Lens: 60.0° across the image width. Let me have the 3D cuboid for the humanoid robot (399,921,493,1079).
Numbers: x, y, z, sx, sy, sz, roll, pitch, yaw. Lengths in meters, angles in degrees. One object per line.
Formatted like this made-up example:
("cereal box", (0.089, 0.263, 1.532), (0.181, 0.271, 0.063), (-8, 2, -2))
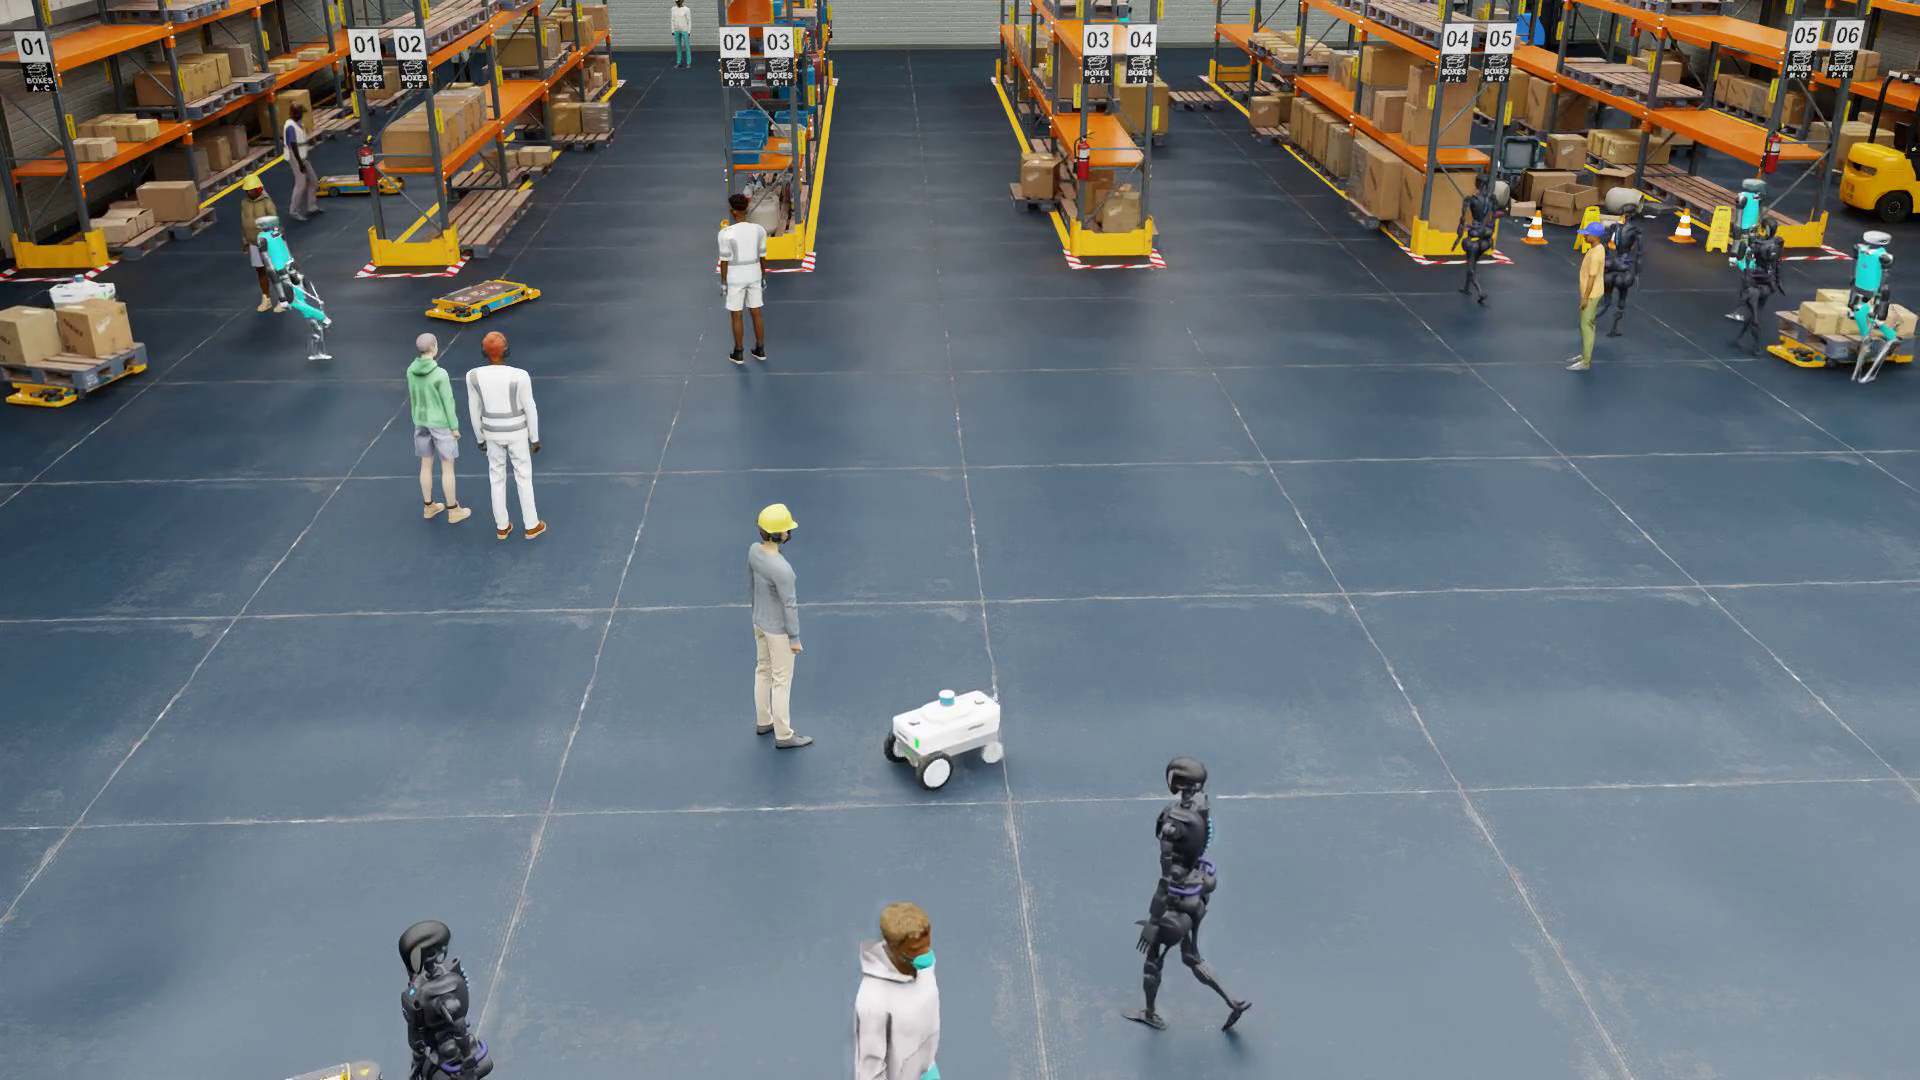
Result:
("humanoid robot", (-2.256, 2.383, 7.370), (0.315, 1.657, 0.599), (-19, 30, -36))

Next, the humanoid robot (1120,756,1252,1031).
("humanoid robot", (1.187, 1.865, 8.575), (0.622, 1.640, 0.611), (13, 27, 27))

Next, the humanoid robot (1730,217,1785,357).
("humanoid robot", (9.377, -2.989, 19.522), (0.641, 1.641, 0.680), (-12, 26, -24))

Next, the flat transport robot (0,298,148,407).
("flat transport robot", (-9.829, -1.798, 18.514), (0.659, 0.231, 1.431), (6, 25, 13))

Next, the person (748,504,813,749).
("person", (-1.236, 0.577, 11.335), (0.322, 1.767, 0.532), (-16, 29, -32))

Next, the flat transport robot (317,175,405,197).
("flat transport robot", (-10.076, -5.928, 27.792), (1.431, 0.231, 0.659), (-3, 24, -7))

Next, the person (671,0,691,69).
("person", (-6.785, -12.389, 40.469), (0.524, 1.768, 0.313), (8, 25, 17))

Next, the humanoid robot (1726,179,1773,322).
("humanoid robot", (9.878, -3.541, 20.646), (0.545, 1.799, 0.701), (-20, 31, -37))

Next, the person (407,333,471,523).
("person", (-4.718, -1.001, 14.925), (0.471, 1.733, 0.324), (10, 26, 21))

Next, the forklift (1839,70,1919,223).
("forklift", (15.132, -6.143, 25.915), (2.313, 2.155, 1.214), (-1, 24, -2))

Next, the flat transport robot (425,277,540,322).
("flat transport robot", (-6.139, -3.096, 21.429), (0.659, 0.231, 1.431), (12, 27, 25))

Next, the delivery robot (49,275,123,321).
("delivery robot", (-11.031, -3.044, 20.950), (0.788, 0.587, 0.499), (-2, 24, -4))

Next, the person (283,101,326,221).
("person", (-10.266, -5.902, 25.840), (0.443, 1.806, 0.624), (-4, 24, -9))

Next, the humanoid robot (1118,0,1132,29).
("humanoid robot", (4.027, -11.847, 39.313), (0.545, 1.771, 0.931), (-15, 28, -29))

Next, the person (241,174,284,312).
("person", (-8.848, -3.776, 21.129), (0.542, 1.757, 0.414), (5, 24, 11))

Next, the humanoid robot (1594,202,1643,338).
("humanoid robot", (7.881, -3.234, 20.018), (0.529, 1.627, 0.599), (-13, 27, -27))

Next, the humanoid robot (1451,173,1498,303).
("humanoid robot", (6.760, -3.928, 21.632), (0.590, 1.647, 0.739), (-8, 25, -18))

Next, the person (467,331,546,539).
("person", (-3.954, -0.904, 14.520), (0.573, 1.883, 0.356), (1, 24, 1))

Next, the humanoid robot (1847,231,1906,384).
("humanoid robot", (10.176, -2.506, 18.417), (0.797, 1.857, 0.536), (-6, 25, -14))

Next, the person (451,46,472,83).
("person", (-11.327, -11.090, 37.632), (0.535, 1.696, 0.322), (1, 24, 3))

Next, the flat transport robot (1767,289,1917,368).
("flat transport robot", (10.308, -2.236, 19.497), (1.431, 0.231, 0.659), (-4, 24, -9))

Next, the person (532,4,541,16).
("person", (-10.508, -12.644, 40.922), (0.386, 1.861, 0.530), (8, 25, 17))

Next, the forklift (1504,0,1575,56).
("forklift", (14.700, -13.805, 42.301), (1.873, 2.768, 1.129), (-1, 24, -2))

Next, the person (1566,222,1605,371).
("person", (7.127, -2.783, 18.956), (0.383, 1.711, 0.445), (9, 25, 19))

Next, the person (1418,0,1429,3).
("person", (11.713, -13.054, 41.924), (0.380, 1.797, 0.609), (-11, 26, -24))

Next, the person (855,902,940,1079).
("person", (-0.330, 2.328, 7.276), (0.952, 1.878, 0.502), (16, 29, 32))

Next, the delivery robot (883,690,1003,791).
("delivery robot", (-0.104, 1.310, 11.202), (0.818, 0.614, 0.499), (-15, 28, -30))

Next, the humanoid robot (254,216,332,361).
("humanoid robot", (-7.495, -2.799, 19.048), (0.864, 1.809, 0.547), (2, 24, 5))

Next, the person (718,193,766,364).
("person", (-2.496, -3.010, 19.169), (0.596, 1.958, 0.369), (-16, 29, -32))

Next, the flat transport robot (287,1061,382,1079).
("flat transport robot", (-3.457, 2.931, 7.886), (1.431, 0.231, 0.659), (-10, 26, -22))
